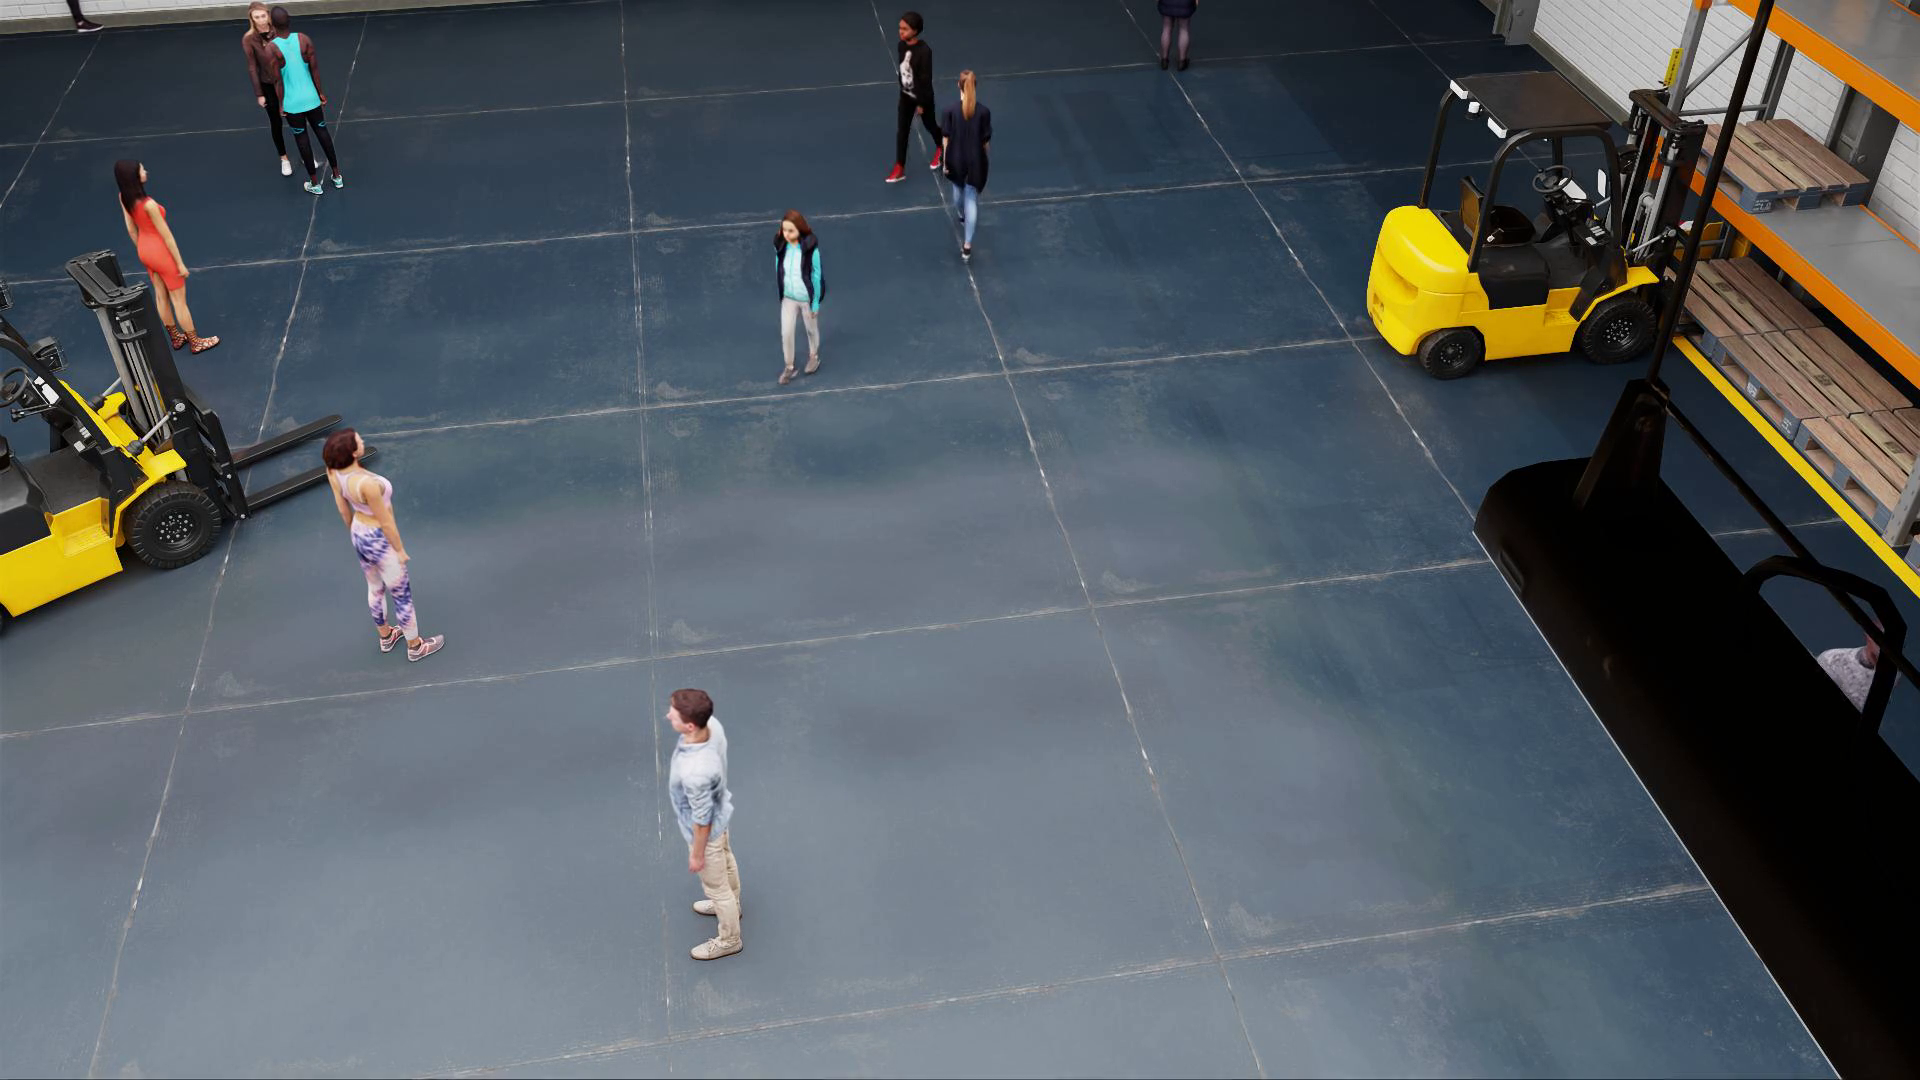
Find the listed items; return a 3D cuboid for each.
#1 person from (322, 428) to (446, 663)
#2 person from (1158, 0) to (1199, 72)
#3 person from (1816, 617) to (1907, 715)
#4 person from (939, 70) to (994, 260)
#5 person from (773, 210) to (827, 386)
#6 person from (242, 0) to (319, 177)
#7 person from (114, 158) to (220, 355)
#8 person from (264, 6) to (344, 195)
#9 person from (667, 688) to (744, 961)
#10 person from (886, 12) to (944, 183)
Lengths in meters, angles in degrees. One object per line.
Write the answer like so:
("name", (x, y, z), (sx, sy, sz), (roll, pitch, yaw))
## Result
("person", (-3.710, 0.024, 10.583), (0.687, 1.766, 0.730), (19, 42, 22))
("person", (2.381, -5.962, 18.153), (0.779, 1.674, 0.799), (11, 40, 14))
("person", (4.789, 1.032, 9.284), (0.776, 1.811, 1.171), (-5, 39, -6))
("person", (0.063, -3.309, 14.870), (0.768, 1.625, 1.176), (0, 39, 0))
("person", (-1.240, -1.998, 13.343), (0.747, 1.482, 0.850), (10, 40, 13))
("person", (-6.629, -4.411, 16.186), (0.672, 1.703, 0.638), (-23, 44, -26))
("person", (-6.522, -2.304, 13.537), (0.671, 1.718, 0.712), (18, 42, 22))
("person", (-6.265, -4.177, 15.808), (0.693, 1.811, 0.691), (-27, 46, -30))
("person", (-1.320, 1.472, 8.704), (0.732, 1.848, 0.531), (-2, 39, -2))
("person", (-0.352, -4.315, 16.116), (1.056, 1.641, 1.109), (24, 44, 27))
